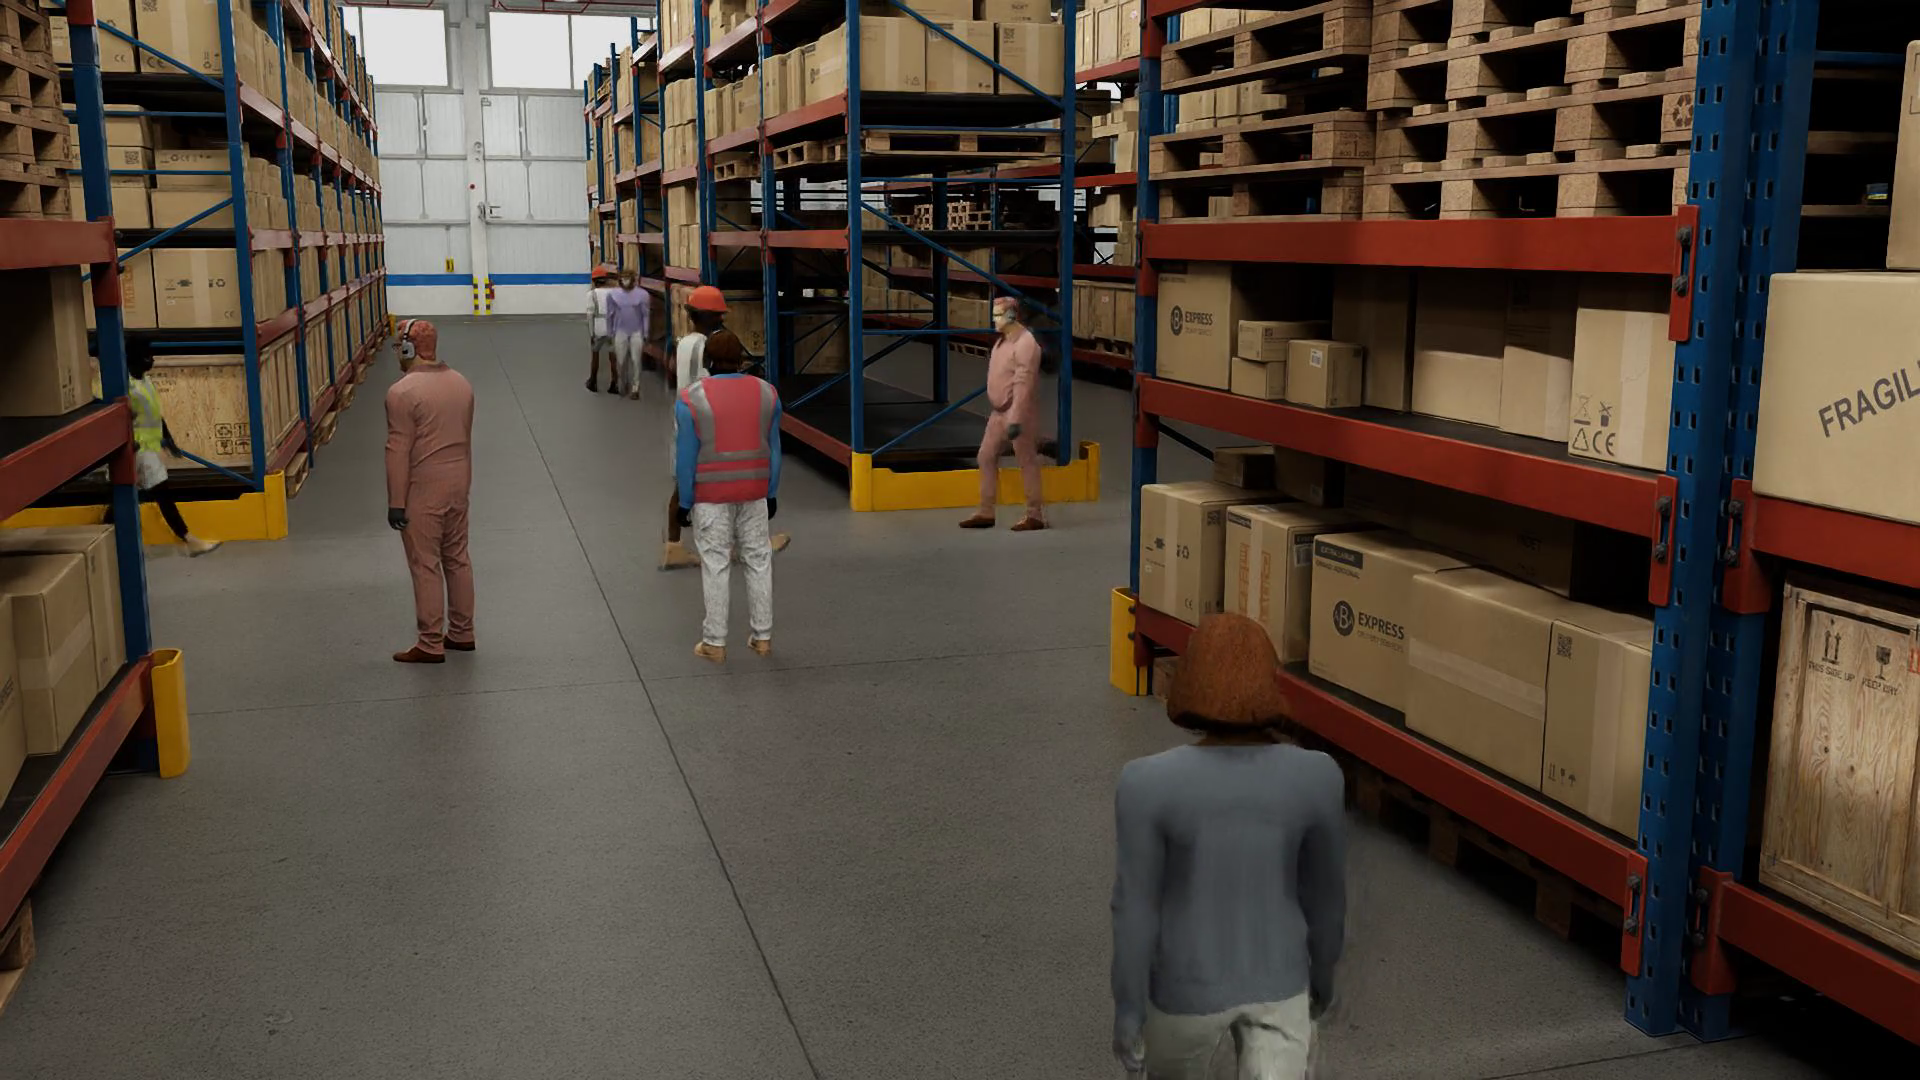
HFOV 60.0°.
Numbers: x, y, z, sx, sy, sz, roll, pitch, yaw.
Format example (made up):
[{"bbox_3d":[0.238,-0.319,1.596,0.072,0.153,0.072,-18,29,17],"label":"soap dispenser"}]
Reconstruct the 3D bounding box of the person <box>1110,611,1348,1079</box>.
[{"bbox_3d":[0.564,0.935,3.495,0.525,1.583,0.871,-1,10,-6],"label":"person"}]

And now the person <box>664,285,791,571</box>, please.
[{"bbox_3d":[-1.696,-0.792,11.811,0.983,2.000,0.635,-6,12,-31],"label":"person"}]

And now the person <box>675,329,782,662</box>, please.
[{"bbox_3d":[-1.292,-0.244,9.254,0.619,1.845,0.430,-6,12,-28],"label":"person"}]

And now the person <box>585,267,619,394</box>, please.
[{"bbox_3d":[-5.411,-3.164,25.126,0.556,1.888,0.964,-6,12,-30],"label":"person"}]

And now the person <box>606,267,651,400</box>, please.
[{"bbox_3d":[-4.768,-2.970,23.976,0.642,1.918,0.522,-2,10,-9],"label":"person"}]

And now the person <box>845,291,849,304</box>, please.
[{"bbox_3d":[-2.985,-6.912,45.570,1.045,1.944,0.625,5,11,24],"label":"person"}]

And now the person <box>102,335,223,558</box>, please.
[{"bbox_3d":[-5.933,-0.669,12.113,0.910,1.643,0.538,-2,11,-12],"label":"person"}]

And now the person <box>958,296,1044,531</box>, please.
[{"bbox_3d":[0.325,-0.985,13.216,0.817,1.872,0.673,-5,11,-24],"label":"person"}]

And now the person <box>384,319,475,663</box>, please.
[{"bbox_3d":[-2.961,-0.270,9.242,0.399,1.902,0.643,4,11,20],"label":"person"}]

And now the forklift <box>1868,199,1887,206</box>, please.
[{"bbox_3d":[11.338,-2.915,21.052,1.129,2.768,1.873,-3,11,-17],"label":"forklift"}]

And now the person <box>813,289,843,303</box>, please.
[{"bbox_3d":[-2.831,-5.043,35.703,0.636,1.803,0.961,-1,10,-7],"label":"person"}]
